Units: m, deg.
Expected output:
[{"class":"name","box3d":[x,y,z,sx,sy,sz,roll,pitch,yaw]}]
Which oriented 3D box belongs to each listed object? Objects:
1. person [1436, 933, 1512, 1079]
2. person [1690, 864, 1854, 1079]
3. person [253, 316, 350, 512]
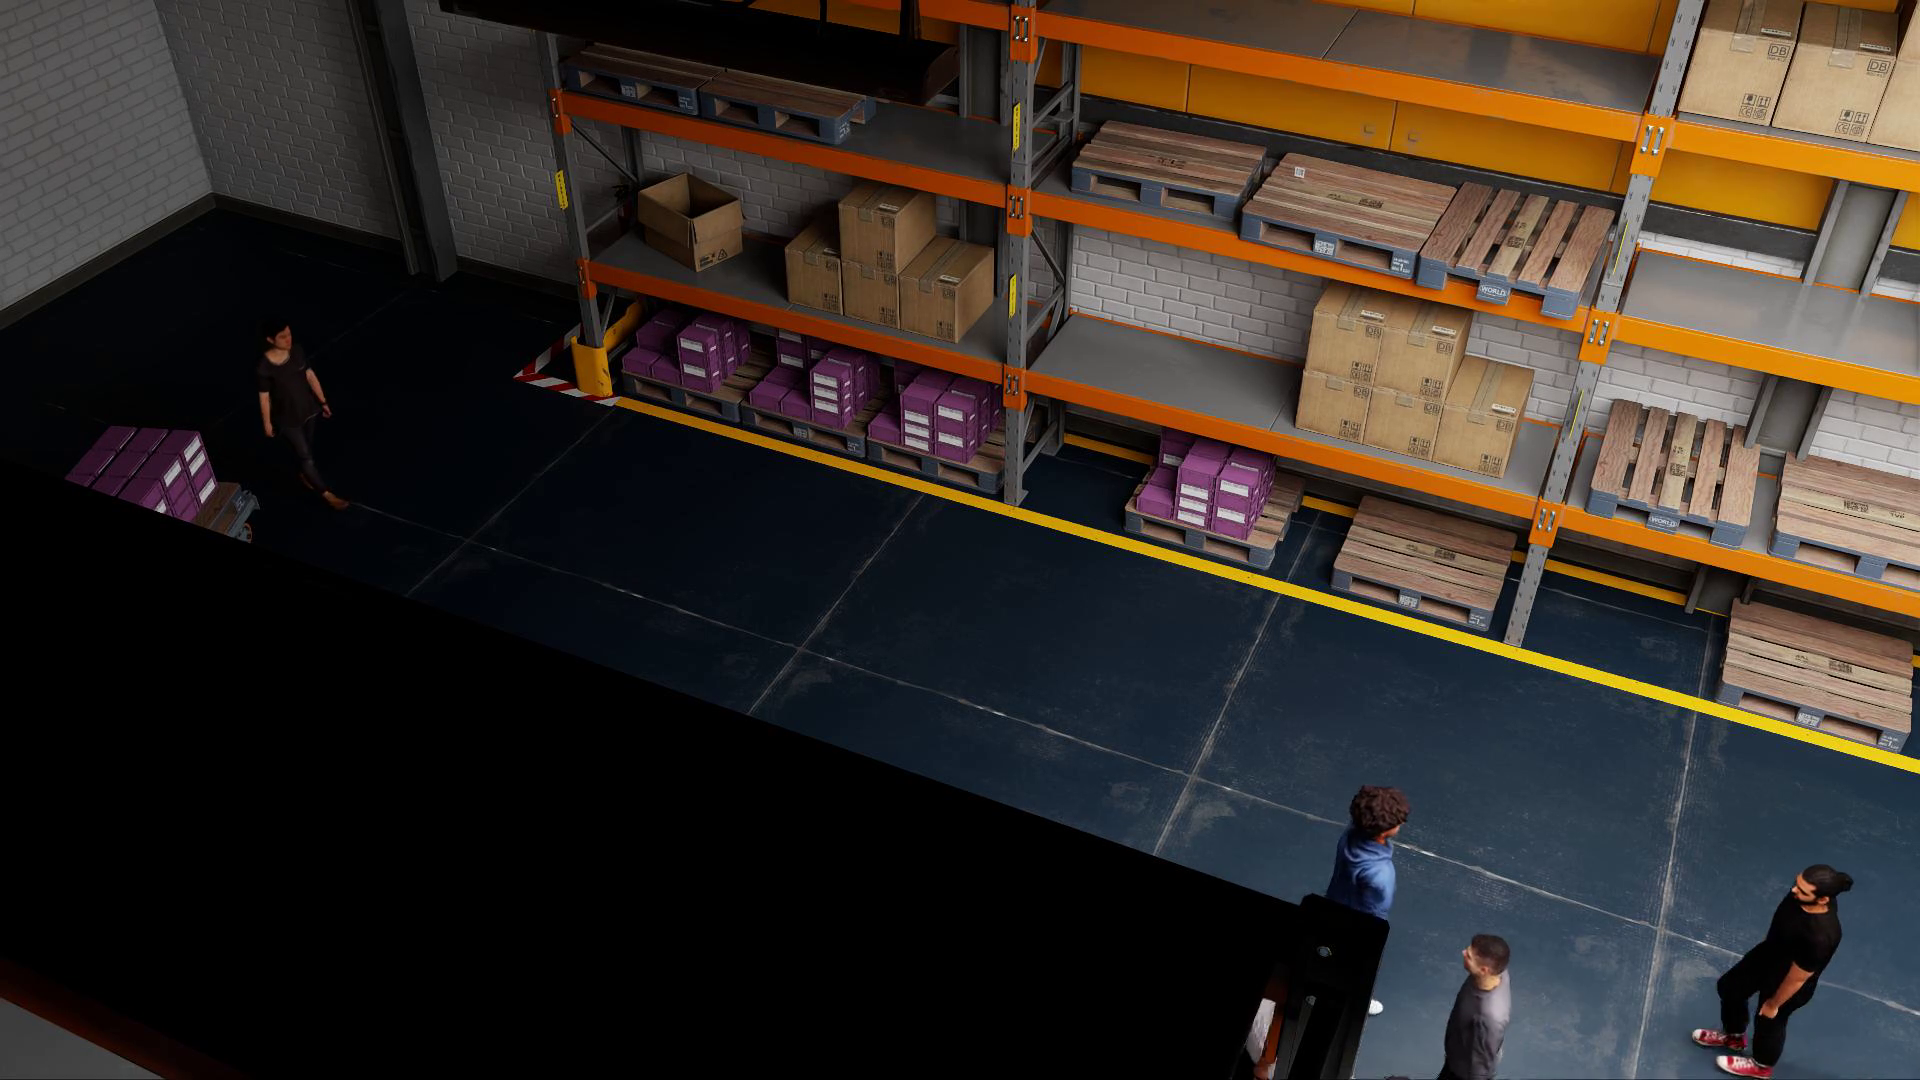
[{"class":"person","box3d":[2.669,2.629,8.437,1.057,1.741,0.804,4,39,5]},{"class":"person","box3d":[4.456,2.315,8.832,0.730,1.740,0.733,9,40,11]},{"class":"person","box3d":[-5.304,-1.036,13.075,0.959,1.681,0.660,19,42,22]}]
